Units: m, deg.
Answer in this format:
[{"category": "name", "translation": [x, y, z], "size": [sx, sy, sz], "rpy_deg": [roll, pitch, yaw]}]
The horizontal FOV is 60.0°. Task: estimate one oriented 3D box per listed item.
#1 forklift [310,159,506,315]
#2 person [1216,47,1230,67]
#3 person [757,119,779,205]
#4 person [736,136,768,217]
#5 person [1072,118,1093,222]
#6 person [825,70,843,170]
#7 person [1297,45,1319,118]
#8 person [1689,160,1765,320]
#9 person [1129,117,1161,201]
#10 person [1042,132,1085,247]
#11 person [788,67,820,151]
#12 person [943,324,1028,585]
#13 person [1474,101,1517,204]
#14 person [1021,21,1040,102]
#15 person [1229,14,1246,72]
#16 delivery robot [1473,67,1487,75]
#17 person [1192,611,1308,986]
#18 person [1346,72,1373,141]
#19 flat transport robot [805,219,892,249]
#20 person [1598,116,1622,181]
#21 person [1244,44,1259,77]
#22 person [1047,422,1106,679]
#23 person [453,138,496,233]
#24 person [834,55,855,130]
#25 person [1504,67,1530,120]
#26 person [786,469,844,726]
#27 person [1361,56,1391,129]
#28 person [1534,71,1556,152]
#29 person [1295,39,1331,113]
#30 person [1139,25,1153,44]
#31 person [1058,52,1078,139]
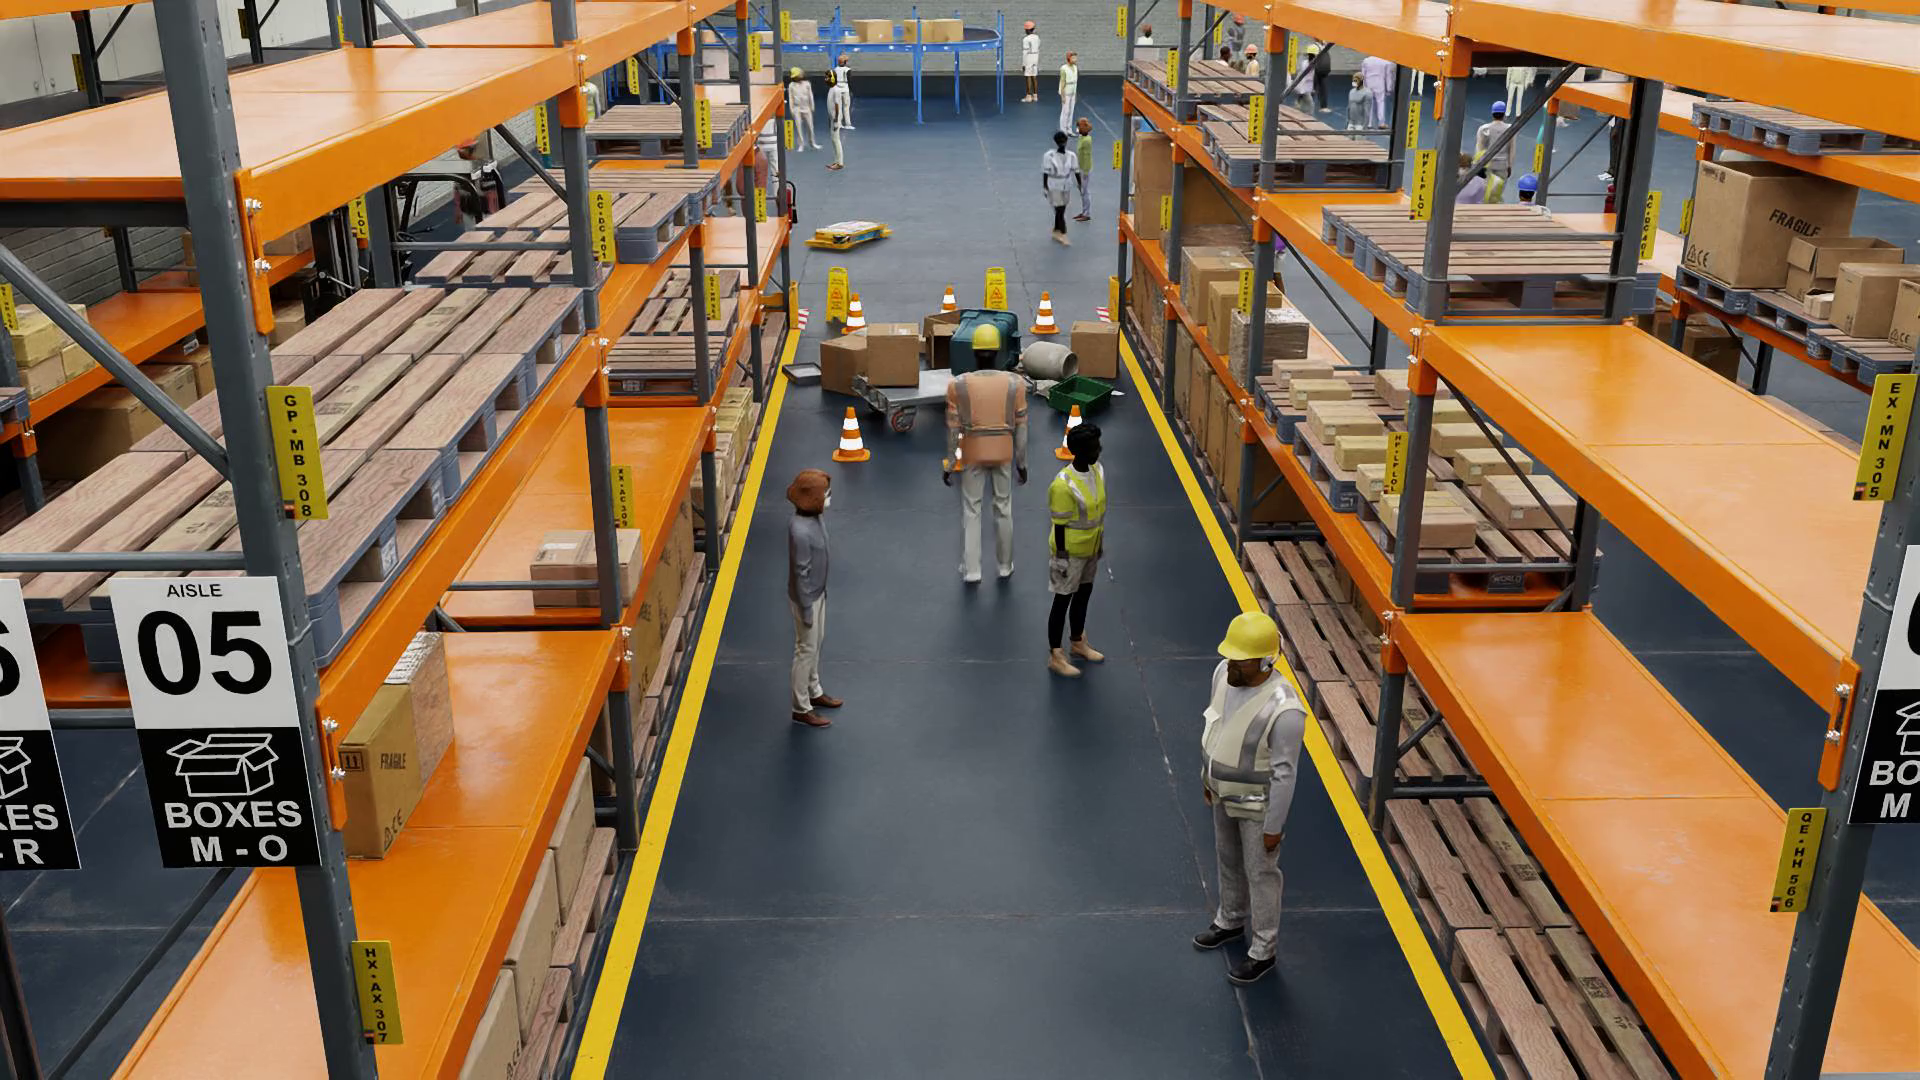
[{"category": "forklift", "translation": [-5.622, -2.910, 17.832], "size": [2.313, 2.155, 1.214], "rpy_deg": [-1, 21, -1]}, {"category": "person", "translation": [5.754, -9.932, 36.797], "size": [0.403, 1.908, 0.600], "rpy_deg": [-6, 22, -15]}, {"category": "person", "translation": [-3.243, -6.569, 27.933], "size": [0.584, 1.883, 0.337], "rpy_deg": [-6, 21, -14]}, {"category": "person", "translation": [-2.882, -4.693, 22.938], "size": [0.409, 1.913, 0.650], "rpy_deg": [-11, 23, -27]}, {"category": "person", "translation": [1.973, -5.914, 26.565], "size": [0.284, 1.628, 0.502], "rpy_deg": [-3, 21, -7]}, {"category": "person", "translation": [-2.423, -8.052, 31.897], "size": [0.329, 1.861, 0.504], "rpy_deg": [-7, 22, -18]}, {"category": "person", "translation": [7.817, -10.033, 37.071], "size": [0.821, 1.892, 0.612], "rpy_deg": [7, 22, 17]}, {"category": "person", "translation": [9.207, -3.510, 19.630], "size": [0.684, 2.000, 0.967], "rpy_deg": [-11, 24, -28]}, {"category": "person", "translation": [3.117, -6.703, 28.349], "size": [0.621, 1.845, 0.429], "rpy_deg": [-6, 22, -16]}, {"category": "person", "translation": [1.486, -5.188, 24.573], "size": [0.583, 1.654, 0.688], "rpy_deg": [-11, 24, -28]}, {"category": "person", "translation": [-3.244, -8.866, 34.258], "size": [0.567, 1.700, 0.440], "rpy_deg": [-4, 21, -10]}, {"category": "person", "translation": [0.199, -0.596, 12.150], "size": [0.650, 1.938, 0.532], "rpy_deg": [-3, 21, -8]}, {"category": "person", "translation": [8.298, -5.823, 25.878], "size": [0.605, 1.944, 0.402], "rpy_deg": [2, 21, 6]}, {"category": "person", "translation": [1.807, -12.402, 43.150], "size": [0.400, 2.035, 0.602], "rpy_deg": [16, 26, 37]}, {"category": "person", "translation": [7.870, -13.934, 47.265], "size": [0.649, 1.982, 0.666], "rpy_deg": [-14, 25, -32]}, {"category": "delivery robot", "translation": [15.423, -14.010, 49.322], "size": [0.477, 0.478, 0.707], "rpy_deg": [3, 21, 9]}, {"category": "person", "translation": [1.301, 1.157, 7.605], "size": [0.404, 1.826, 0.592], "rpy_deg": [-9, 23, -23]}, {"category": "person", "translation": [7.365, -7.681, 30.818], "size": [0.380, 1.929, 0.636], "rpy_deg": [-9, 23, -22]}, {"category": "flat transport robot", "translation": [-1.665, -4.605, 24.986], "size": [0.652, 0.197, 1.431], "rpy_deg": [11, 23, 27]}, {"category": "person", "translation": [12.071, -7.581, 30.568], "size": [0.392, 1.914, 0.587], "rpy_deg": [6, 22, 15]}, {"category": "person", "translation": [6.429, -9.986, 36.893], "size": [0.354, 1.939, 0.544], "rpy_deg": [2, 21, 4]}, {"category": "person", "translation": [0.755, 0.052, 10.708], "size": [0.319, 1.692, 0.537], "rpy_deg": [14, 25, 33]}, {"category": "person", "translation": [-6.384, -4.315, 21.784], "size": [0.636, 2.019, 0.429], "rpy_deg": [9, 23, 23]}, {"category": "person", "translation": [-2.648, -10.174, 37.802], "size": [0.512, 1.642, 0.312], "rpy_deg": [16, 26, 36]}, {"category": "person", "translation": [13.218, -10.800, 39.468], "size": [0.501, 1.633, 0.280], "rpy_deg": [5, 21, 14]}, {"category": "person", "translation": [-0.890, 0.342, 10.031], "size": [0.296, 1.623, 0.506], "rpy_deg": [2, 21, 6]}, {"category": "person", "translation": [9.478, -10.297, 37.824], "size": [0.794, 1.872, 0.466], "rpy_deg": [2, 21, 6]}, {"category": "person", "translation": [12.142, -8.872, 34.229], "size": [0.397, 1.743, 0.612], "rpy_deg": [-2, 21, -6]}, {"category": "person", "translation": [8.746, -11.578, 40.956], "size": [0.694, 2.000, 0.888], "rpy_deg": [-17, 27, -38]}, {"category": "person", "translation": [4.924, -12.705, 44.169], "size": [0.442, 1.870, 0.579], "rpy_deg": [19, 28, 41]}, {"category": "person", "translation": [2.355, -9.722, 36.333], "size": [0.388, 1.838, 0.574], "rpy_deg": [14, 25, 32]}]
